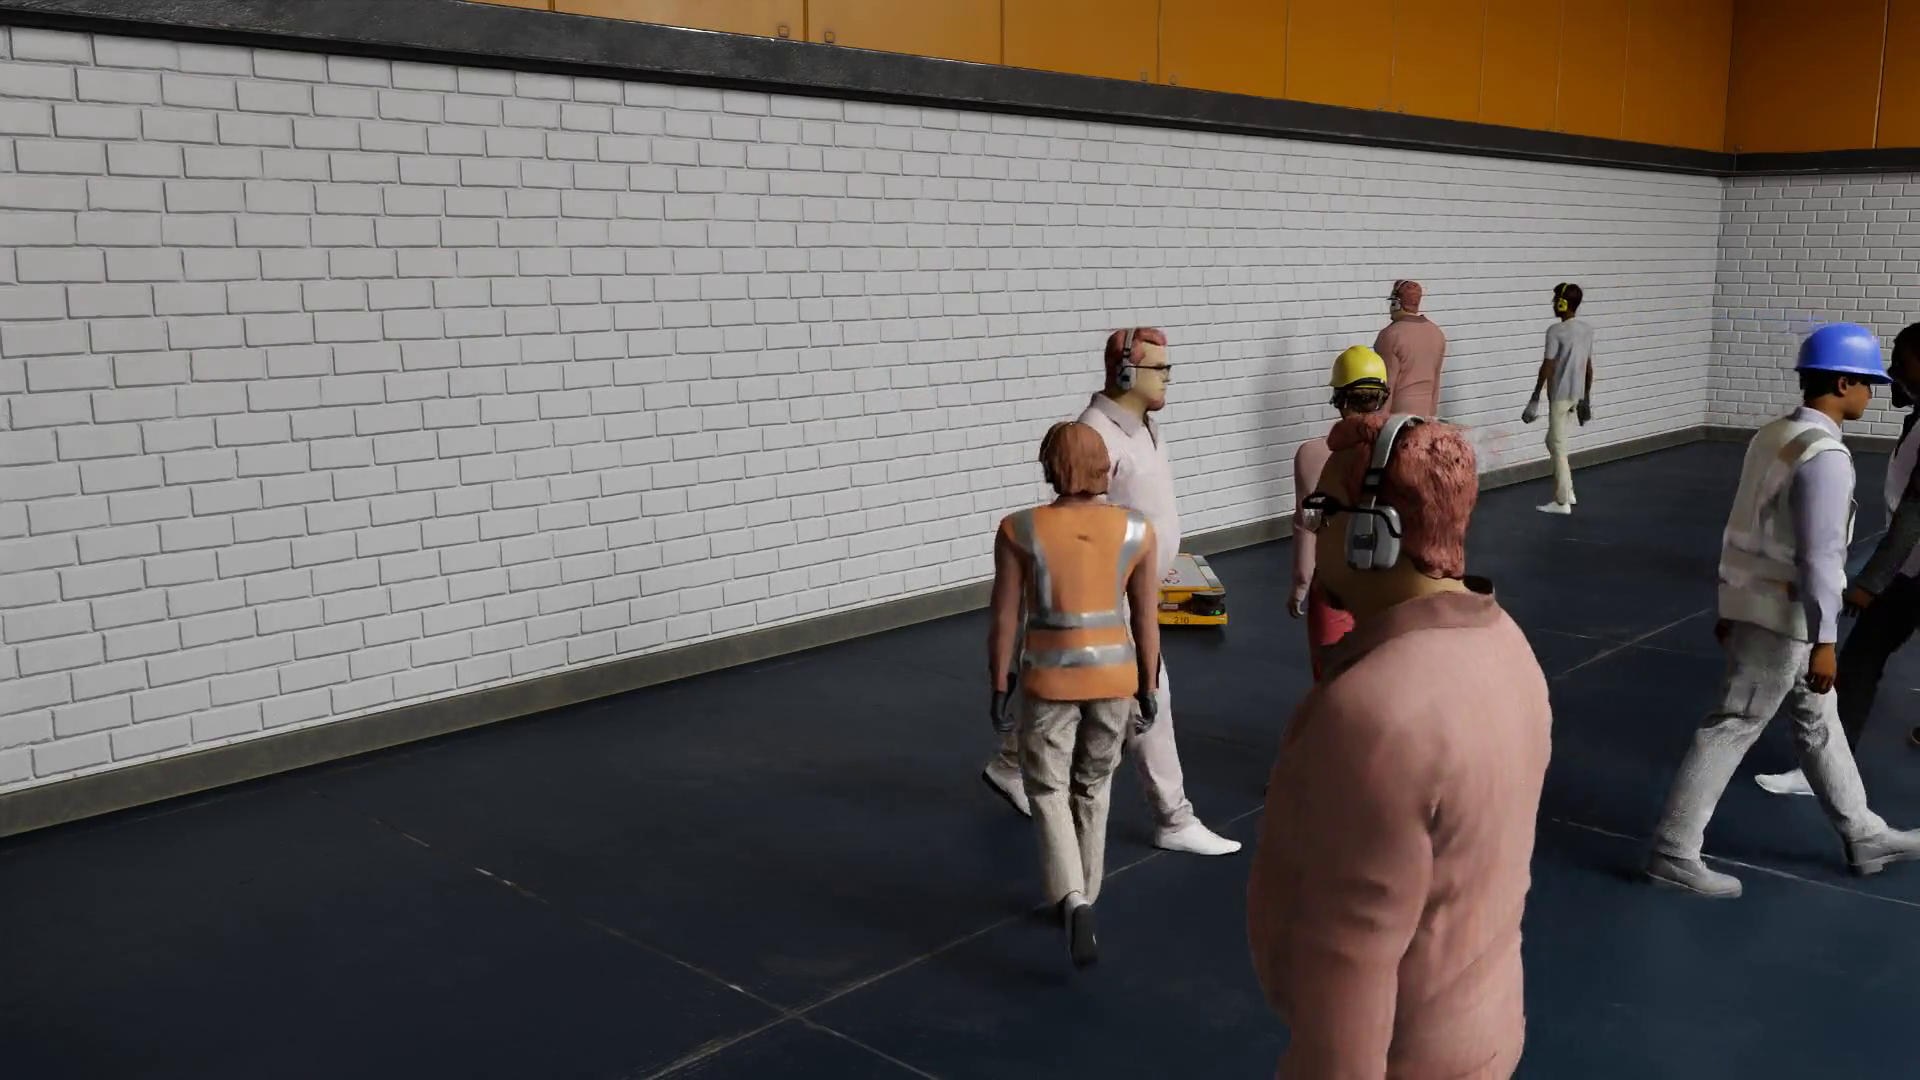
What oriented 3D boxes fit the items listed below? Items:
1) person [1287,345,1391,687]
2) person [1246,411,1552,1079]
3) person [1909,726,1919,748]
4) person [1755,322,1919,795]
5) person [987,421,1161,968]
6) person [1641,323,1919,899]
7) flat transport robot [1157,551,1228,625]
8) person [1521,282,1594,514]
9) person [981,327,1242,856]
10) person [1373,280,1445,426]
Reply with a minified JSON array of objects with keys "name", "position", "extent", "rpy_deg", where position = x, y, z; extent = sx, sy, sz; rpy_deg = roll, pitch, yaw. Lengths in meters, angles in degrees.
[{"name":"person","position":[1.479,0.156,6.275],"extent":[0.522,1.769,0.310],"rpy_deg":[-3,10,-14]},{"name":"person","position":[0.659,0.762,2.447],"extent":[0.492,1.895,0.664],"rpy_deg":[6,12,32]},{"name":"person","position":[4.292,-0.059,6.925],"extent":[0.612,1.963,0.363],"rpy_deg":[0,10,2]},{"name":"person","position":[3.632,0.128,6.169],"extent":[1.011,1.873,0.588],"rpy_deg":[4,11,20]},{"name":"person","position":[0.358,0.460,4.958],"extent":[0.530,1.612,0.649],"rpy_deg":[-2,10,-9]},{"name":"person","position":[2.795,0.243,5.453],"extent":[1.059,1.874,0.661],"rpy_deg":[2,10,12]},{"name":"flat transport robot","position":[1.171,0.265,9.908],"extent":[0.652,0.197,1.431],"rpy_deg":[0,10,1]},{"name":"person","position":[4.780,-1.126,13.330],"extent":[0.557,1.860,0.422],"rpy_deg":[-8,13,-37]},{"name":"person","position":[0.515,0.169,5.954],"extent":[0.994,1.869,0.652],"rpy_deg":[4,11,19]},{"name":"person","position":[3.083,-0.860,11.658],"extent":[0.652,1.906,0.404],"rpy_deg":[-7,12,-36]}]
